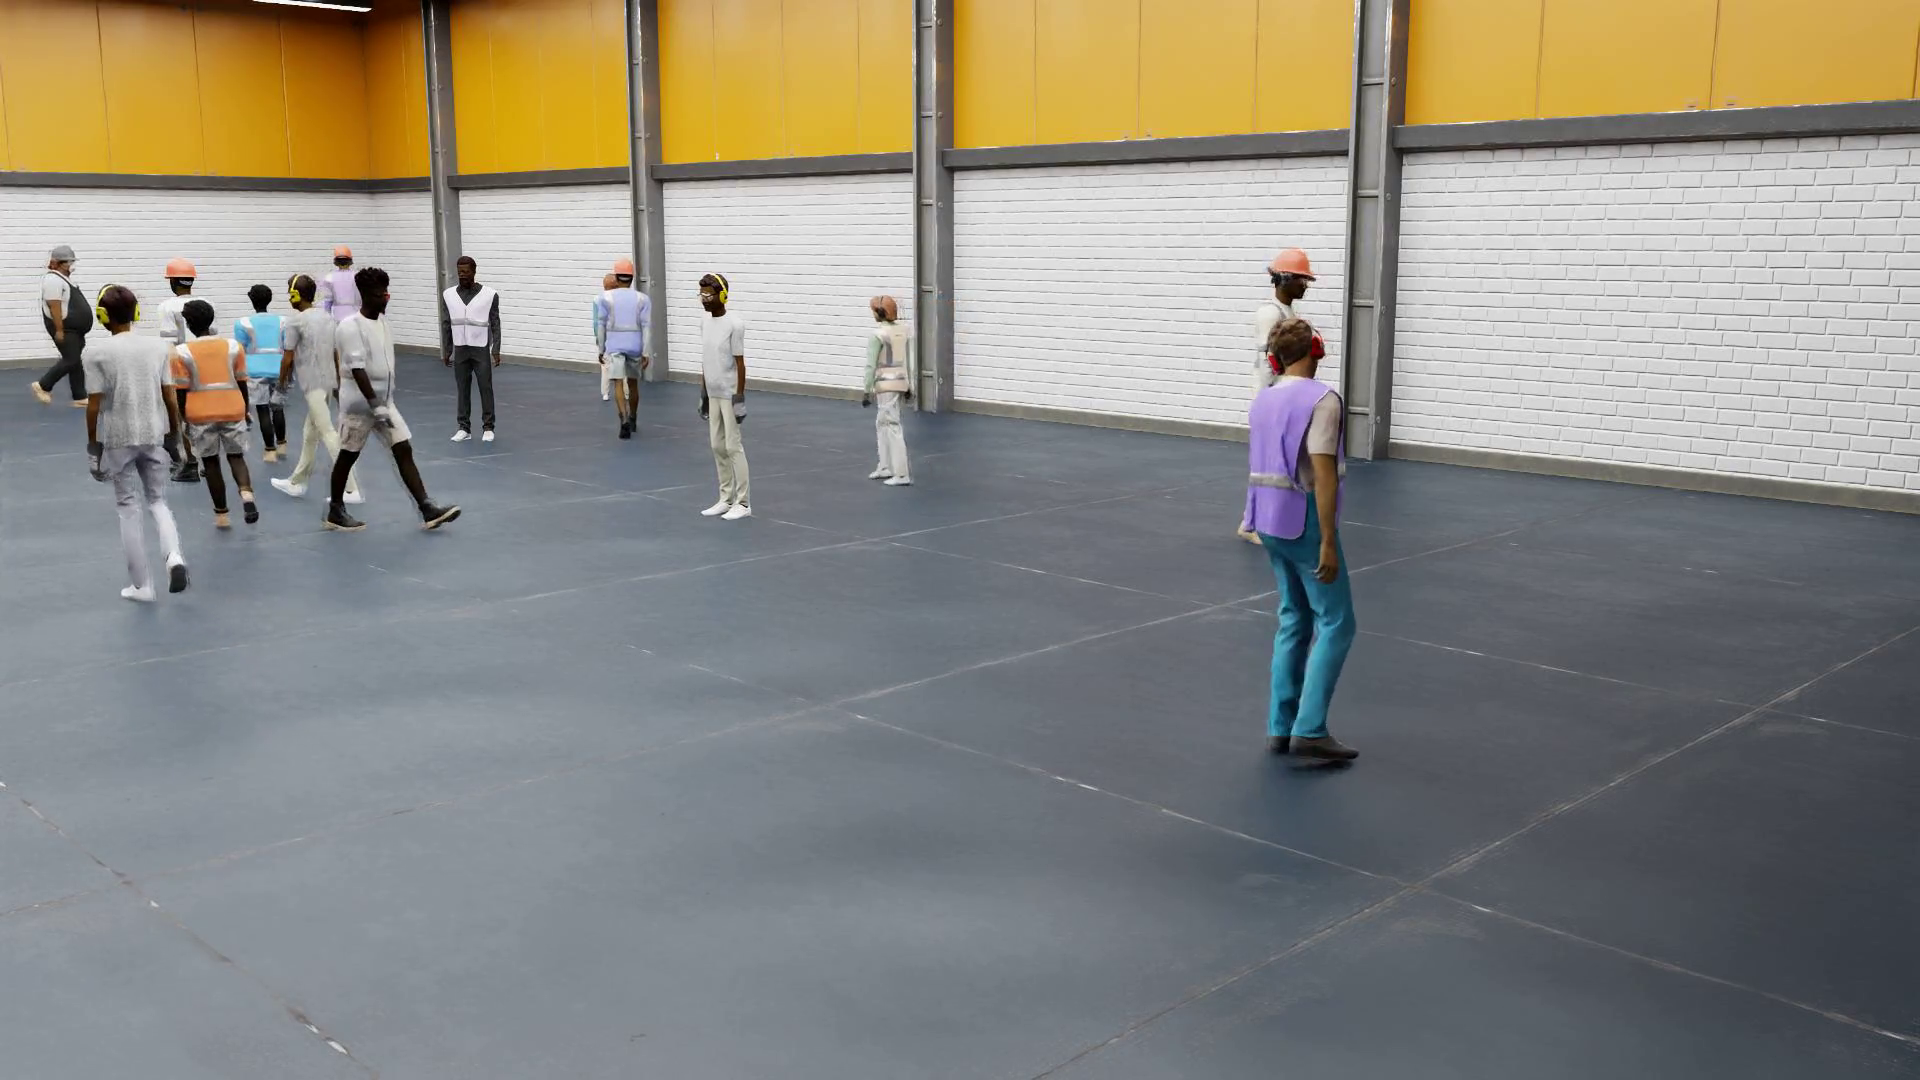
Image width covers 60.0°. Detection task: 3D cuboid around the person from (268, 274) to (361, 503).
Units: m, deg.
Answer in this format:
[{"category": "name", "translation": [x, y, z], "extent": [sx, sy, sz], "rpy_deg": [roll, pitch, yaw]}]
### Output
[{"category": "person", "translation": [-5.225, -1.194, 13.282], "extent": [0.953, 1.811, 0.502], "rpy_deg": [2, 11, 13]}]

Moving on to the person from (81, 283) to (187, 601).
[{"category": "person", "translation": [-4.755, -0.545, 9.620], "extent": [0.476, 1.855, 0.544], "rpy_deg": [9, 14, 40]}]

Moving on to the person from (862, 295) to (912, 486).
[{"category": "person", "translation": [-0.666, -1.274, 14.219], "extent": [0.644, 1.612, 0.537], "rpy_deg": [6, 12, 31]}]

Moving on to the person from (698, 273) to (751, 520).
[{"category": "person", "translation": [-1.788, -1.071, 12.514], "extent": [0.370, 1.853, 0.488], "rpy_deg": [-9, 14, -42]}]

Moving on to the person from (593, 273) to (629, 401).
[{"category": "person", "translation": [-4.466, -2.607, 21.444], "extent": [0.517, 1.644, 0.308], "rpy_deg": [0, 10, 1]}]

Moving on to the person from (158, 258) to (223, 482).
[{"category": "person", "translation": [-6.699, -1.471, 14.448], "extent": [0.357, 1.937, 0.551], "rpy_deg": [5, 12, 28]}]

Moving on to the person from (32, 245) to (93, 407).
[{"category": "person", "translation": [-11.045, -2.633, 20.503], "extent": [0.662, 2.000, 0.698], "rpy_deg": [-2, 11, -12]}]

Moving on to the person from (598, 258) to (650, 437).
[{"category": "person", "translation": [-3.569, -2.057, 17.760], "extent": [0.546, 1.904, 0.939], "rpy_deg": [-3, 11, -18]}]

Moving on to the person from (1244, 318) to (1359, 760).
[{"category": "person", "translation": [1.379, -0.006, 6.846], "extent": [0.379, 1.790, 0.671], "rpy_deg": [-4, 11, -22]}]

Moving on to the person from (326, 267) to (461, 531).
[{"category": "person", "translation": [-4.157, -0.985, 11.877], "extent": [1.047, 1.898, 0.591], "rpy_deg": [3, 11, 17]}]

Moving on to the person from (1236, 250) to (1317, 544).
[{"category": "person", "translation": [2.194, -0.961, 11.504], "extent": [0.436, 2.036, 0.635], "rpy_deg": [5, 11, 24]}]

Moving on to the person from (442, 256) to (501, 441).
[{"category": "person", "translation": [-5.062, -1.979, 17.271], "extent": [0.596, 1.917, 0.374], "rpy_deg": [0, 10, 3]}]

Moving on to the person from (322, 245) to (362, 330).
[{"category": "person", "translation": [-8.416, -3.041, 22.868], "extent": [0.621, 2.004, 1.029], "rpy_deg": [-1, 10, -8]}]

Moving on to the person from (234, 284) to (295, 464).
[{"category": "person", "translation": [-6.567, -1.561, 15.658], "extent": [0.538, 1.676, 0.627], "rpy_deg": [-9, 14, -41]}]

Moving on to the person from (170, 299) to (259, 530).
[{"category": "person", "translation": [-5.337, -0.885, 11.930], "extent": [0.544, 1.678, 0.439], "rpy_deg": [-8, 13, -37]}]
